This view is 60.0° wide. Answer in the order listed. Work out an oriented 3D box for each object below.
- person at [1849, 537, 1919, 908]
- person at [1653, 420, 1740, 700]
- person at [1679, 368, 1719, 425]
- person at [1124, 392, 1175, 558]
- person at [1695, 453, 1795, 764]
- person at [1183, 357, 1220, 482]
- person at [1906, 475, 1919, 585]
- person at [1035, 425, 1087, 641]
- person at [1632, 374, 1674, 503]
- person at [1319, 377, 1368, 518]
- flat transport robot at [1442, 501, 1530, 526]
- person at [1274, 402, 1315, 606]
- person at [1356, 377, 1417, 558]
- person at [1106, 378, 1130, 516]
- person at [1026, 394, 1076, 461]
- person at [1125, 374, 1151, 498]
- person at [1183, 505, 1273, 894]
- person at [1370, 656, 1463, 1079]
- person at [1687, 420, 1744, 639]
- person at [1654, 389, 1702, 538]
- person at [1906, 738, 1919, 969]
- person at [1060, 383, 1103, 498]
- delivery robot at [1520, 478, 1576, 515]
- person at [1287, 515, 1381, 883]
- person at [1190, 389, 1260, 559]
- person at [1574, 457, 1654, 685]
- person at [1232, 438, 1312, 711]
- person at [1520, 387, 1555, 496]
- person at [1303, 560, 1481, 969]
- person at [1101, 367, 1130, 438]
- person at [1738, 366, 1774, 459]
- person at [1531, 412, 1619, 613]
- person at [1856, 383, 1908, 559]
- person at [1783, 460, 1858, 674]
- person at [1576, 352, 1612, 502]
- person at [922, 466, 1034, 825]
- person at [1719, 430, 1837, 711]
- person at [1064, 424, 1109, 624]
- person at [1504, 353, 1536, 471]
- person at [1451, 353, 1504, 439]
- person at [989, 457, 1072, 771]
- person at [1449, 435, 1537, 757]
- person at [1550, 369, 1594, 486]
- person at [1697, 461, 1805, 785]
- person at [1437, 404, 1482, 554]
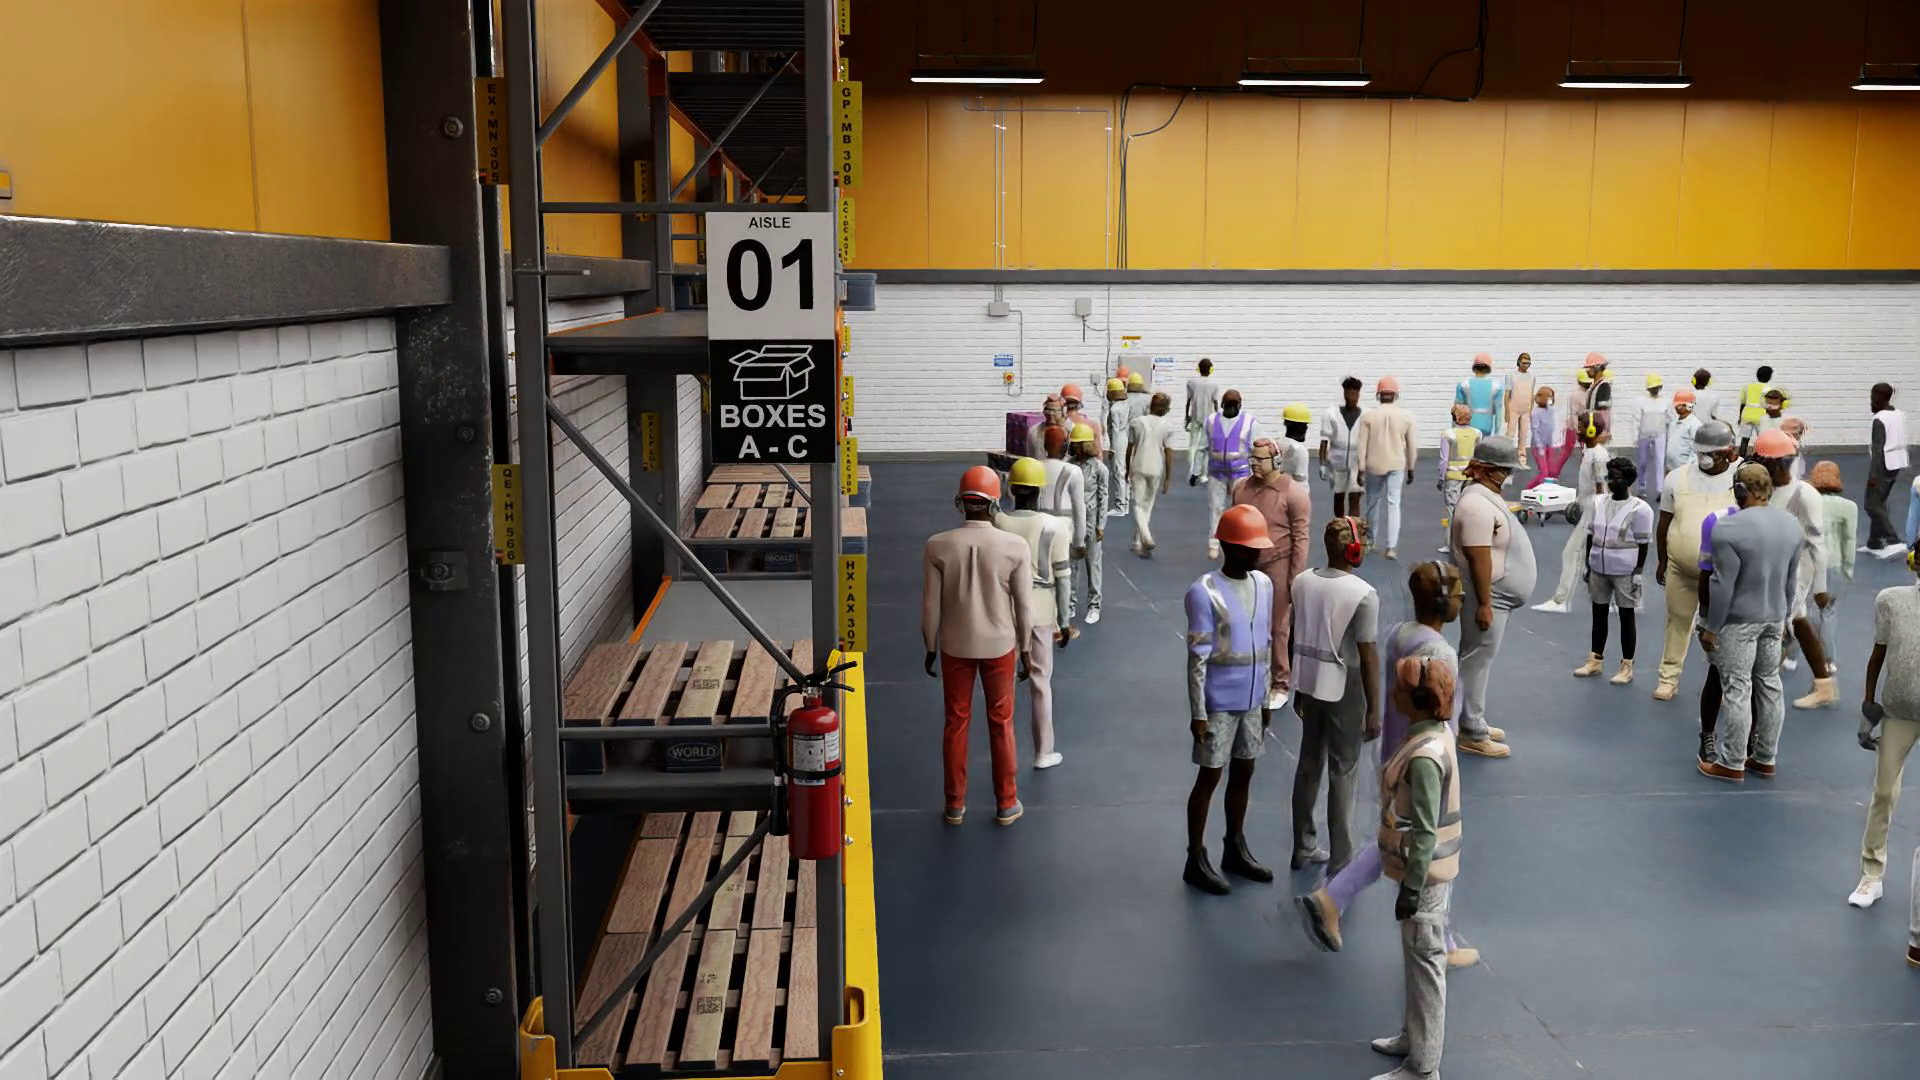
[{"bbox_3d":[4.545,0.860,7.877,0.518,1.865,0.327,6,11,32],"label":"person"},{"bbox_3d":[5.259,0.158,11.727,0.687,2.000,0.535,5,10,30],"label":"person"},{"bbox_3d":[9.500,-1.296,21.465,0.539,1.849,0.716,0,9,1],"label":"person"},{"bbox_3d":[2.052,-0.710,17.994,0.528,1.782,0.829,0,9,0],"label":"person"},{"bbox_3d":[4.813,0.441,10.179,0.613,1.963,0.361,-1,9,-4],"label":"person"},{"bbox_3d":[3.503,-1.732,24.191,0.528,1.846,0.710,2,9,13],"label":"person"},{"bbox_3d":[7.716,0.067,12.986,0.593,1.825,0.403,7,11,36],"label":"person"},{"bbox_3d":[0.697,-0.006,13.441,0.575,1.843,0.963,8,12,42],"label":"person"},{"bbox_3d":[9.309,-1.377,22.386,0.520,1.712,0.902,3,9,17],"label":"person"},{"bbox_3d":[4.283,-0.838,18.386,0.615,1.905,1.053,2,9,13],"label":"person"},{"bbox_3d":[6.432,-0.324,20.292,0.652,0.197,1.431,6,11,33],"label":"flat transport robot"},{"bbox_3d":[2.930,-0.261,14.745,0.389,1.918,0.596,-4,10,-21],"label":"person"},{"bbox_3d":[4.635,-0.800,18.076,0.651,1.941,1.044,1,9,8],"label":"person"},{"bbox_3d":[1.974,-1.169,21.004,0.313,1.739,0.484,4,10,23],"label":"person"},{"bbox_3d":[0.903,-0.464,16.099,0.654,1.895,0.398,5,11,31],"label":"person"},{"bbox_3d":[2.381,-1.426,22.783,0.500,1.684,0.919,0,9,-3],"label":"person"},{"bbox_3d":[1.349,0.779,8.176,0.542,1.929,0.382,-6,11,-35],"label":"person"},{"bbox_3d":[1.710,1.236,6.210,0.310,1.642,0.514,3,9,17],"label":"person"},{"bbox_3d":[6.255,-0.073,13.788,0.506,1.845,0.344,5,10,28],"label":"person"},{"bbox_3d":[8.200,-0.847,18.936,0.326,1.751,0.561,-1,9,-5],"label":"person"},{"bbox_3d":[4.383,0.953,7.230,0.575,1.882,0.360,-8,12,-42],"label":"person"},{"bbox_3d":[1.129,-0.603,16.848,0.638,1.956,1.017,2,9,10],"label":"person"},{"bbox_3d":[7.184,-0.515,20.307,0.707,0.478,0.477,-6,11,-32],"label":"delivery robot"},{"bbox_3d":[1.863,0.793,8.347,0.373,1.843,0.571,-6,11,-31],"label":"person"},{"bbox_3d":[2.842,-0.700,17.774,0.704,1.834,0.430,3,10,21],"label":"person"},{"bbox_3d":[4.874,0.224,12.387,0.318,1.697,0.533,-6,11,-34],"label":"person"},{"bbox_3d":[2.124,0.233,11.671,0.400,1.910,0.643,-8,12,-43],"label":"person"},{"bbox_3d":[7.526,-1.174,21.462,0.545,1.600,0.720,-7,11,-38],"label":"person"},{"bbox_3d":[1.916,0.989,7.216,0.698,1.828,0.513,-2,9,-10],"label":"person"},{"bbox_3d":[2.384,-1.716,24.596,0.592,1.693,0.916,1,9,3],"label":"person"},{"bbox_3d":[12.140,-1.824,25.334,0.708,1.650,0.612,-6,11,-33],"label":"person"},{"bbox_3d":[5.671,-0.237,14.901,0.885,1.829,0.530,3,9,16],"label":"person"},{"bbox_3d":[9.981,-0.754,17.928,0.682,1.897,0.520,-7,11,-36],"label":"person"},{"bbox_3d":[6.561,0.206,12.720,0.503,1.627,0.289,6,11,34],"label":"person"},{"bbox_3d":[8.276,-1.441,21.834,0.503,2.021,0.642,2,9,13],"label":"person"},{"bbox_3d":[0.101,0.583,9.197,0.618,1.993,0.396,1,9,6],"label":"person"},{"bbox_3d":[5.666,0.232,11.461,1.057,1.973,0.614,-1,9,-5],"label":"person"},{"bbox_3d":[1.056,-0.142,14.541,0.484,1.744,0.296,6,11,33],"label":"person"},{"bbox_3d":[8.689,-1.984,25.808,0.505,1.840,0.346,-2,9,-10],"label":"person"},{"bbox_3d":[6.935,-1.505,22.337,0.635,1.990,1.048,2,9,10],"label":"person"},{"bbox_3d":[0.399,0.454,10.226,0.593,1.924,0.381,3,9,16],"label":"person"},{"bbox_3d":[3.388,0.335,10.611,0.537,2.000,0.682,2,9,15],"label":"person"},{"bbox_3d":[8.825,-1.590,23.732,0.520,1.710,0.843,-6,11,-32],"label":"person"},{"bbox_3d":[4.705,0.498,9.934,0.629,1.933,0.379,-3,10,-18],"label":"person"},{"bbox_3d":[5.435,-0.659,18.102,0.515,1.641,0.315,-2,9,-15],"label":"person"}]
